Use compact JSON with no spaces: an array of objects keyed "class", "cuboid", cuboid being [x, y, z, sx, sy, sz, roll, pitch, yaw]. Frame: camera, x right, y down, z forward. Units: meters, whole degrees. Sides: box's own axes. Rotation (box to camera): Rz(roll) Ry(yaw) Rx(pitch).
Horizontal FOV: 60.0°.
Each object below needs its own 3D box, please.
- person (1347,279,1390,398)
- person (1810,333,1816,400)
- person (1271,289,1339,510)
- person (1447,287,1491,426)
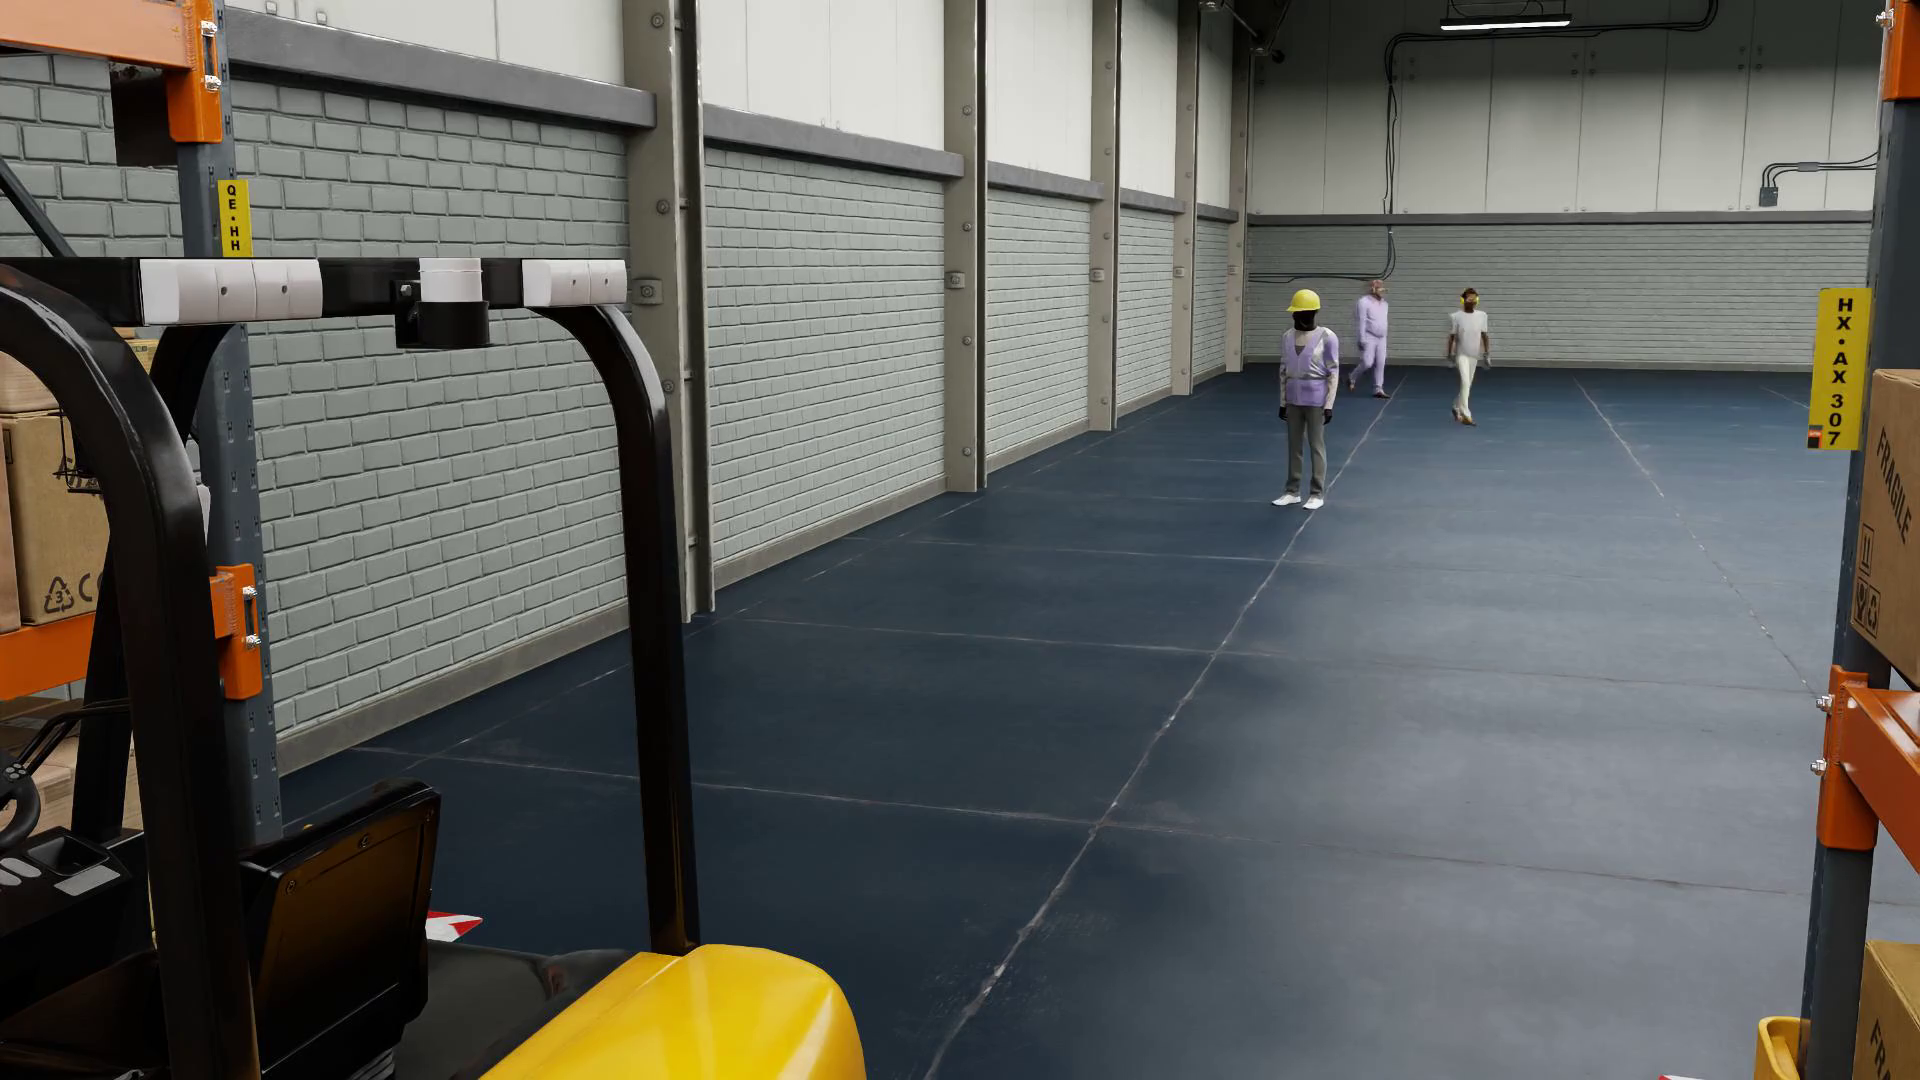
[{"class":"person","cuboid":[6.540,-3.203,26.464,0.656,1.887,0.672,-6,11,-30]},{"class":"person","cuboid":[13.367,-2.921,25.630,0.512,1.633,0.555,-3,10,-19]},{"class":"person","cuboid":[3.036,-1.228,14.601,0.384,1.923,0.589,-8,13,-40]},{"class":"person","cuboid":[6.770,-2.458,22.233,0.514,1.835,0.964,-1,10,-9]}]
